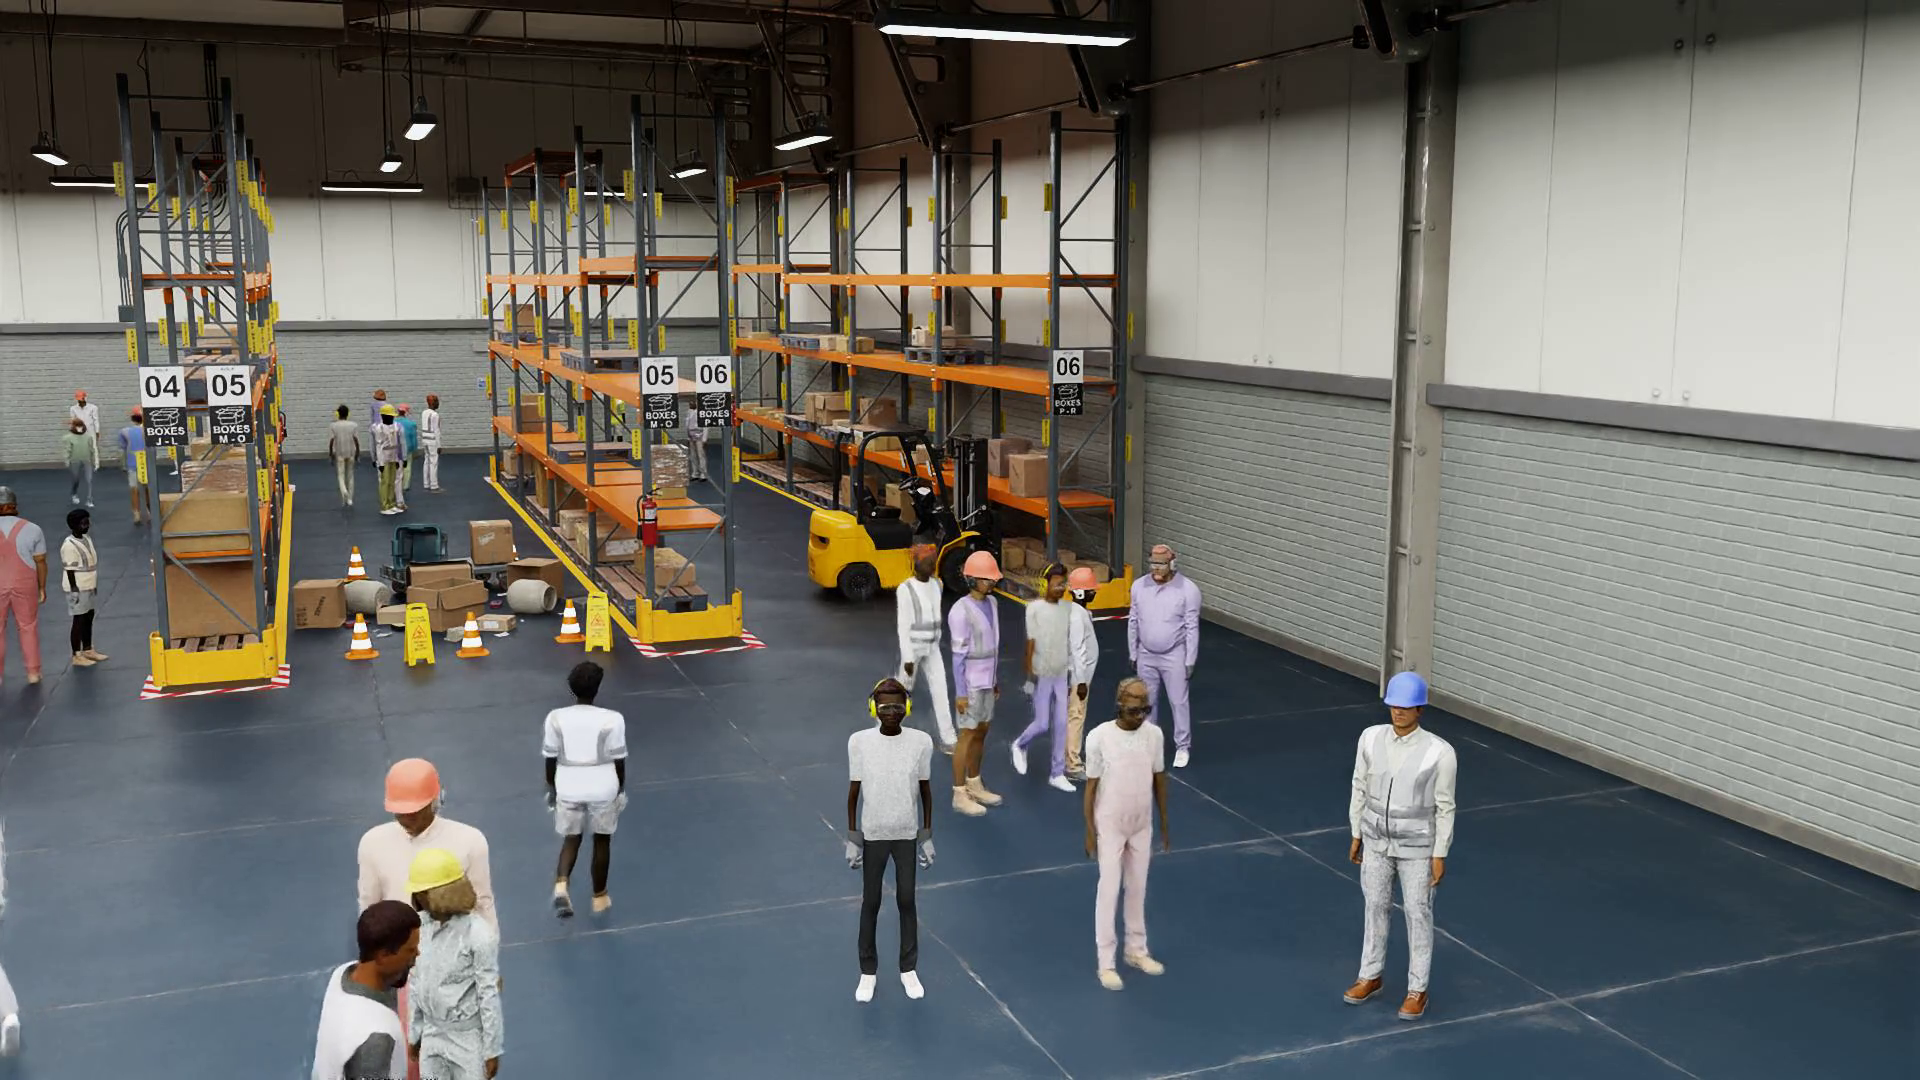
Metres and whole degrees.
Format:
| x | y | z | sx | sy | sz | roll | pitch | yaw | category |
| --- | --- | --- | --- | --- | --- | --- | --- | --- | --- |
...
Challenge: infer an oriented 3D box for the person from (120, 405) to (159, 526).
| x | y | z | sx | sy | sz | roll | pitch | yaw | category |
| --- | --- | --- | --- | --- | --- | --- | --- | --- | --- |
| -13.602 | -1.235 | 27.613 | 0.605 | 1.996 | 1.064 | -3 | 10 | -21 | person |

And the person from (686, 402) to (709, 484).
| x | y | z | sx | sy | sz | roll | pitch | yaw | category |
| --- | --- | --- | --- | --- | --- | --- | --- | --- | --- |
| -5.247 | -2.039 | 33.130 | 0.403 | 1.831 | 0.597 | -8 | 12 | -43 | person |

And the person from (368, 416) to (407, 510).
| x | y | z | sx | sy | sz | roll | pitch | yaw | category |
| --- | --- | --- | --- | --- | --- | --- | --- | --- | --- |
| -10.036 | -1.424 | 29.258 | 0.638 | 1.838 | 0.429 | -1 | 9 | -4 | person |

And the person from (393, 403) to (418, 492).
| x | y | z | sx | sy | sz | roll | pitch | yaw | category |
| --- | --- | --- | --- | --- | --- | --- | --- | --- | --- |
| -10.595 | -1.734 | 31.613 | 0.582 | 1.713 | 0.625 | -3 | 9 | -16 | person |

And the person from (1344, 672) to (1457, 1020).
| x | y | z | sx | sy | sz | roll | pitch | yaw | category |
| --- | --- | --- | --- | --- | --- | --- | --- | --- | --- |
| 2.460 | 1.687 | 9.309 | 0.605 | 1.951 | 0.381 | 7 | 12 | 39 | person |

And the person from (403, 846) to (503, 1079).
| x | y | z | sx | sy | sz | roll | pitch | yaw | category |
| --- | --- | --- | --- | --- | --- | --- | --- | --- | --- |
| -2.176 | 2.142 | 7.146 | 0.496 | 1.729 | 0.347 | 5 | 10 | 29 | person |

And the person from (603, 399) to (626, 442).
| x | y | z | sx | sy | sz | roll | pitch | yaw | category |
| --- | --- | --- | --- | --- | --- | --- | --- | --- | --- |
| -7.671 | -2.588 | 37.015 | 0.533 | 1.697 | 0.322 | 3 | 10 | 20 | person |

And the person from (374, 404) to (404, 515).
| x | y | z | sx | sy | sz | roll | pitch | yaw | category |
| --- | --- | --- | --- | --- | --- | --- | --- | --- | --- |
| -9.897 | -1.393 | 28.810 | 0.386 | 1.919 | 0.583 | 1 | 9 | 8 | person |

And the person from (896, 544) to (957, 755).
| x | y | z | sx | sy | sz | roll | pitch | yaw | category |
| --- | --- | --- | --- | --- | --- | --- | --- | --- | --- |
| -0.346 | 0.939 | 14.410 | 0.983 | 1.841 | 0.616 | 8 | 12 | 41 | person |

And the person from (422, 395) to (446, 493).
| x | y | z | sx | sy | sz | roll | pitch | yaw | category |
| --- | --- | --- | --- | --- | --- | --- | --- | --- | --- |
| -10.059 | -1.831 | 31.712 | 0.352 | 1.876 | 0.568 | -8 | 12 | -43 | person |

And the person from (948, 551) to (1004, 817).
| x | y | z | sx | sy | sz | roll | pitch | yaw | category |
| --- | --- | --- | --- | --- | --- | --- | --- | --- | --- |
| 0.156 | 1.087 | 12.796 | 0.391 | 2.040 | 0.615 | 5 | 10 | 28 | person |

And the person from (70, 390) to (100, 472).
| x | y | z | sx | sy | sz | roll | pitch | yaw | category |
| --- | --- | --- | --- | --- | --- | --- | --- | --- | --- |
| -18.412 | -2.287 | 34.990 | 0.575 | 1.739 | 0.348 | -1 | 9 | -9 | person |

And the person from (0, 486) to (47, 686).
| x | y | z | sx | sy | sz | roll | pitch | yaw | category |
| --- | --- | --- | --- | --- | --- | --- | --- | --- | --- |
| -9.614 | 0.449 | 16.818 | 0.684 | 2.000 | 0.535 | -6 | 11 | -34 | person |

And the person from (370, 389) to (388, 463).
| x | y | z | sx | sy | sz | roll | pitch | yaw | category |
| --- | --- | --- | --- | --- | --- | --- | --- | --- | --- |
| -12.773 | -2.509 | 36.713 | 0.509 | 1.632 | 0.268 | 4 | 10 | 24 | person |

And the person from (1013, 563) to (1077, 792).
| x | y | z | sx | sy | sz | roll | pitch | yaw | category |
| --- | --- | --- | --- | --- | --- | --- | --- | --- | --- |
| 0.697 | 1.084 | 13.429 | 0.533 | 1.851 | 0.611 | -6 | 11 | -32 | person |

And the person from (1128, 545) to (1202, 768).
| x | y | z | sx | sy | sz | roll | pitch | yaw | category |
| --- | --- | --- | --- | --- | --- | --- | --- | --- | --- |
| 1.700 | 0.971 | 14.003 | 0.642 | 1.897 | 0.398 | 5 | 10 | 29 | person |

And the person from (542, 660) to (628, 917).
| x | y | z | sx | sy | sz | roll | pitch | yaw | category |
| --- | --- | --- | --- | --- | --- | --- | --- | --- | --- |
| -2.397 | 1.620 | 10.584 | 0.543 | 1.685 | 0.506 | 1 | 9 | 3 | person |

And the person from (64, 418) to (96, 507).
| x | y | z | sx | sy | sz | roll | pitch | yaw | category |
| --- | --- | --- | --- | --- | --- | --- | --- | --- | --- |
| -15.785 | -1.398 | 29.824 | 0.502 | 1.603 | 0.707 | -7 | 12 | -39 | person |

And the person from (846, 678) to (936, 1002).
| x | y | z | sx | sy | sz | roll | pitch | yaw | category |
| --- | --- | --- | --- | --- | --- | --- | --- | --- | --- |
| -0.395 | 1.697 | 9.486 | 0.514 | 1.876 | 0.328 | -1 | 9 | -7 | person |

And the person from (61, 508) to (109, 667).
| x | y | z | sx | sy | sz | roll | pitch | yaw | category |
| --- | --- | --- | --- | --- | --- | --- | --- | --- | --- |
| -9.302 | 0.501 | 17.606 | 0.319 | 1.688 | 0.538 | -1 | 9 | -7 | person |

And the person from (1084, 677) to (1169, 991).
| x | y | z | sx | sy | sz | roll | pitch | yaw | category |
| --- | --- | --- | --- | --- | --- | --- | --- | --- | --- |
| 0.986 | 1.690 | 9.695 | 0.532 | 1.829 | 0.405 | -4 | 10 | -23 | person |

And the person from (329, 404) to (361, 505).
| x | y | z | sx | sy | sz | roll | pitch | yaw | category |
| --- | --- | --- | --- | --- | --- | --- | --- | --- | --- |
| -10.995 | -1.510 | 29.754 | 0.526 | 1.851 | 0.670 | -4 | 10 | -24 | person |

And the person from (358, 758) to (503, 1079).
| x | y | z | sx | sy | sz | roll | pitch | yaw | category |
| --- | --- | --- | --- | --- | --- | --- | --- | --- | --- |
| -2.454 | 1.947 | 7.662 | 0.679 | 1.968 | 0.499 | 0 | 9 | -2 | person |

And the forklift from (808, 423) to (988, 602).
| x | y | z | sx | sy | sz | roll | pitch | yaw | category |
| --- | --- | --- | --- | --- | --- | --- | --- | --- | --- |
| -0.830 | -0.399 | 21.676 | 2.313 | 2.155 | 1.214 | -4 | 10 | -21 | forklift |

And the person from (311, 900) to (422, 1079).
| x | y | z | sx | sy | sz | roll | pitch | yaw | category |
| --- | --- | --- | --- | --- | --- | --- | --- | --- | --- |
| -2.180 | 2.229 | 6.090 | 0.495 | 1.889 | 0.635 | -4 | 10 | -26 | person |

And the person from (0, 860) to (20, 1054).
| x | y | z | sx | sy | sz | roll | pitch | yaw | category |
| --- | --- | --- | --- | --- | --- | --- | --- | --- | --- |
| -5.231 | 1.952 | 8.695 | 0.629 | 1.609 | 0.527 | 6 | 11 | 35 | person |

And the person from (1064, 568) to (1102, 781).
| x | y | z | sx | sy | sz | roll | pitch | yaw | category |
| --- | --- | --- | --- | --- | --- | --- | --- | --- | --- |
| 0.993 | 1.092 | 13.674 | 0.326 | 1.751 | 0.559 | 0 | 9 | -1 | person |
